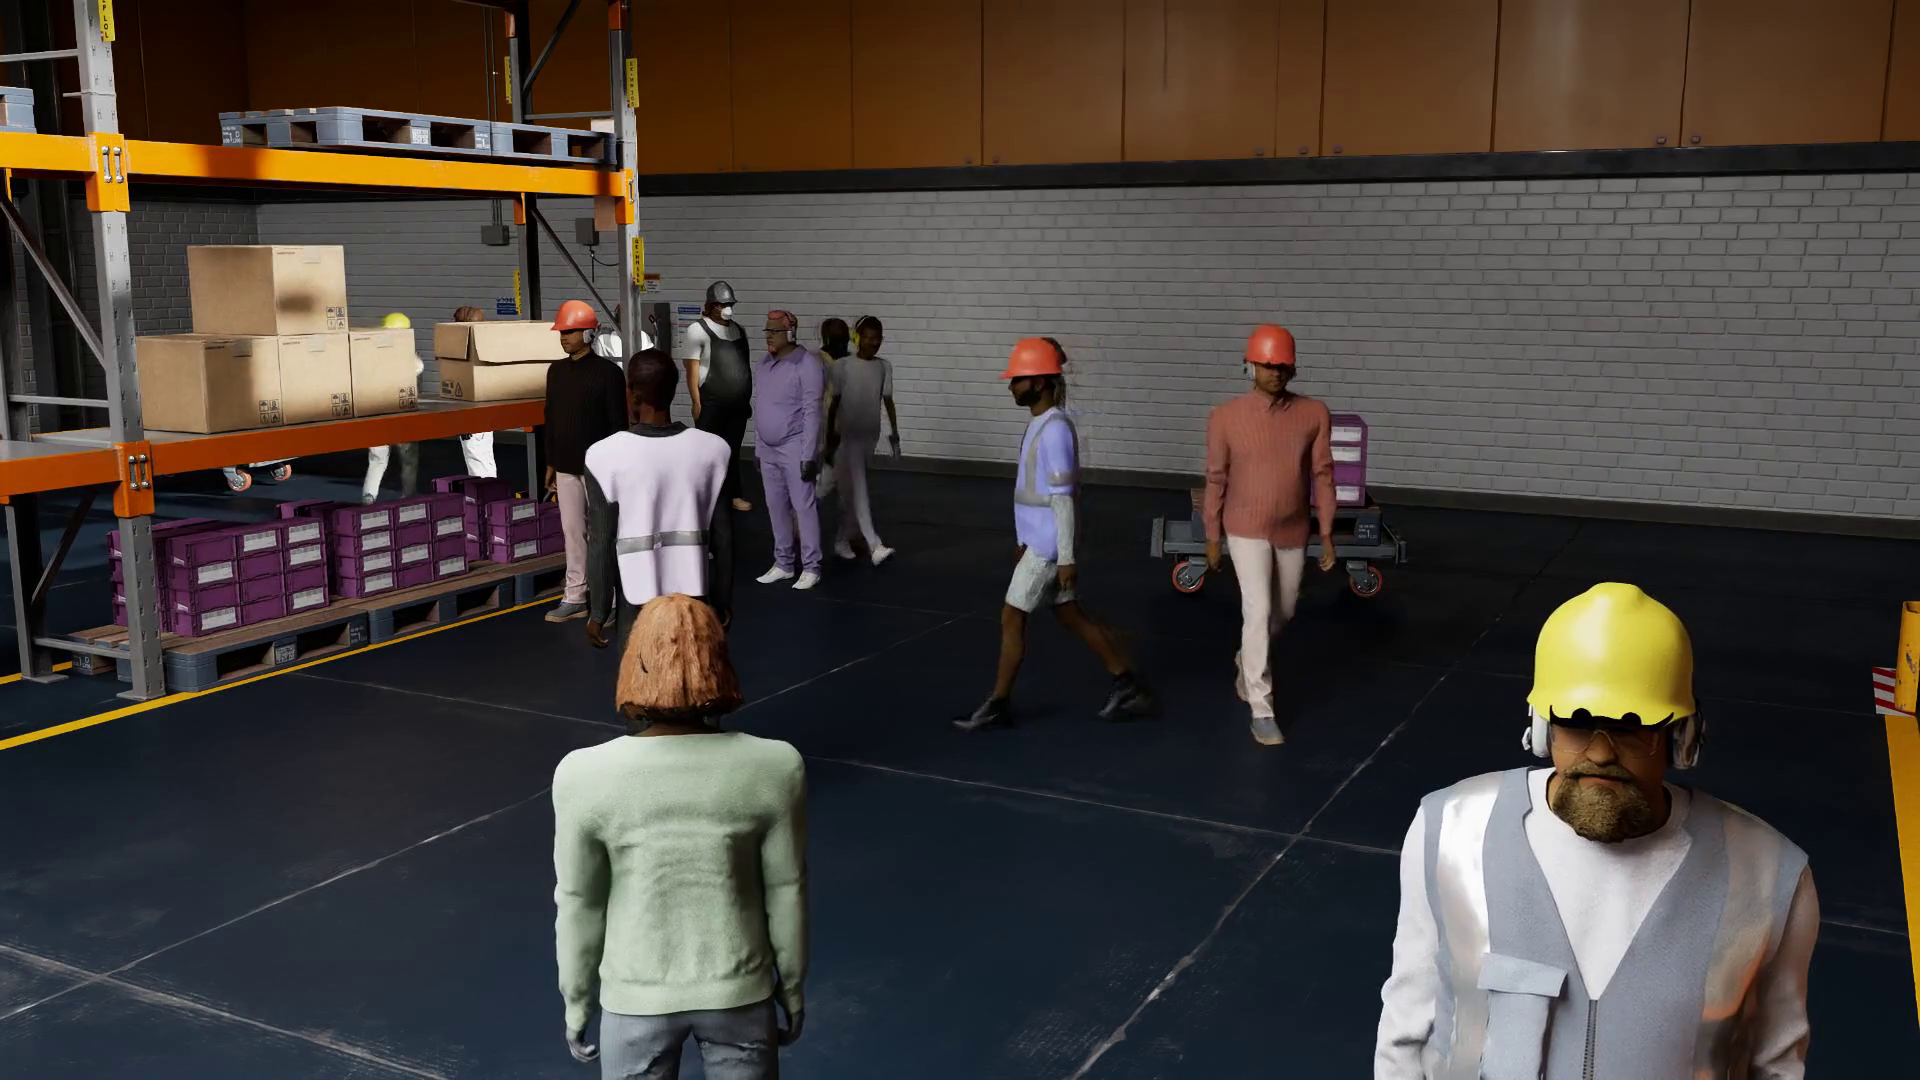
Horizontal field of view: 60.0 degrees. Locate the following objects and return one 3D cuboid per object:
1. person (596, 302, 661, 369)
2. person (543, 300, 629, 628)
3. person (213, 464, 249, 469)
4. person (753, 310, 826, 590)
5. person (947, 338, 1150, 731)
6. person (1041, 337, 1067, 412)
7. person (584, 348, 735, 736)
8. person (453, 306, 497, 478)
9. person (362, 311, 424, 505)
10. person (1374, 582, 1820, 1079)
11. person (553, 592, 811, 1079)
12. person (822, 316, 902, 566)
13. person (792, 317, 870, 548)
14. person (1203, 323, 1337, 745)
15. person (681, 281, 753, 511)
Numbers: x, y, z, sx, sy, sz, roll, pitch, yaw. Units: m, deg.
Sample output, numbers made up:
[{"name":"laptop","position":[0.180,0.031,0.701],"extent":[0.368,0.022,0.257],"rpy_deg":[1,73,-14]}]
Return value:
[{"name":"person","position":[-2.934,-1.203,14.797],"extent":[0.578,1.881,0.346],"rpy_deg":[-3,10,-18]},{"name":"person","position":[-2.306,-0.463,10.185],"extent":[0.622,1.994,0.381],"rpy_deg":[5,11,28]},{"name":"person","position":[-7.781,-1.719,17.590],"extent":[0.383,1.950,0.601],"rpy_deg":[5,11,25]},{"name":"person","position":[-1.199,-0.612,11.332],"extent":[0.646,1.901,0.398],"rpy_deg":[9,13,42]},{"name":"person","position":[0.466,-0.016,7.937],"extent":[0.977,1.897,0.567],"rpy_deg":[-1,10,-3]},{"name":"person","position":[0.681,-0.789,13.153],"extent":[0.344,1.617,0.519],"rpy_deg":[1,10,7]},{"name":"person","position":[-1.146,0.225,6.426],"extent":[0.597,1.918,0.382],"rpy_deg":[-6,11,-30]},{"name":"person","position":[-4.032,-1.006,13.774],"extent":[0.429,1.843,0.633],"rpy_deg":[-1,10,-4]},{"name":"person","position":[-4.770,-1.004,13.902],"extent":[0.593,1.799,0.798],"rpy_deg":[0,10,-1]},{"name":"person","position":[0.891,0.961,2.413],"extent":[0.586,1.833,0.403],"rpy_deg":[4,10,20]},{"name":"person","position":[-0.542,0.913,3.301],"extent":[0.497,1.626,0.288],"rpy_deg":[-2,10,-11]},{"name":"person","position":[-0.681,-0.716,12.169],"extent":[0.530,1.814,0.979],"rpy_deg":[-7,12,-35]},{"name":"person","position":[-1.030,-0.842,12.987],"extent":[0.898,1.803,0.638],"rpy_deg":[5,11,29]},{"name":"person","position":[1.473,-0.071,8.040],"extent":[0.607,1.964,0.943],"rpy_deg":[-1,10,-7]},{"name":"person","position":[-2.062,-1.244,14.576],"extent":[0.536,2.000,0.672],"rpy_deg":[9,13,42]}]
